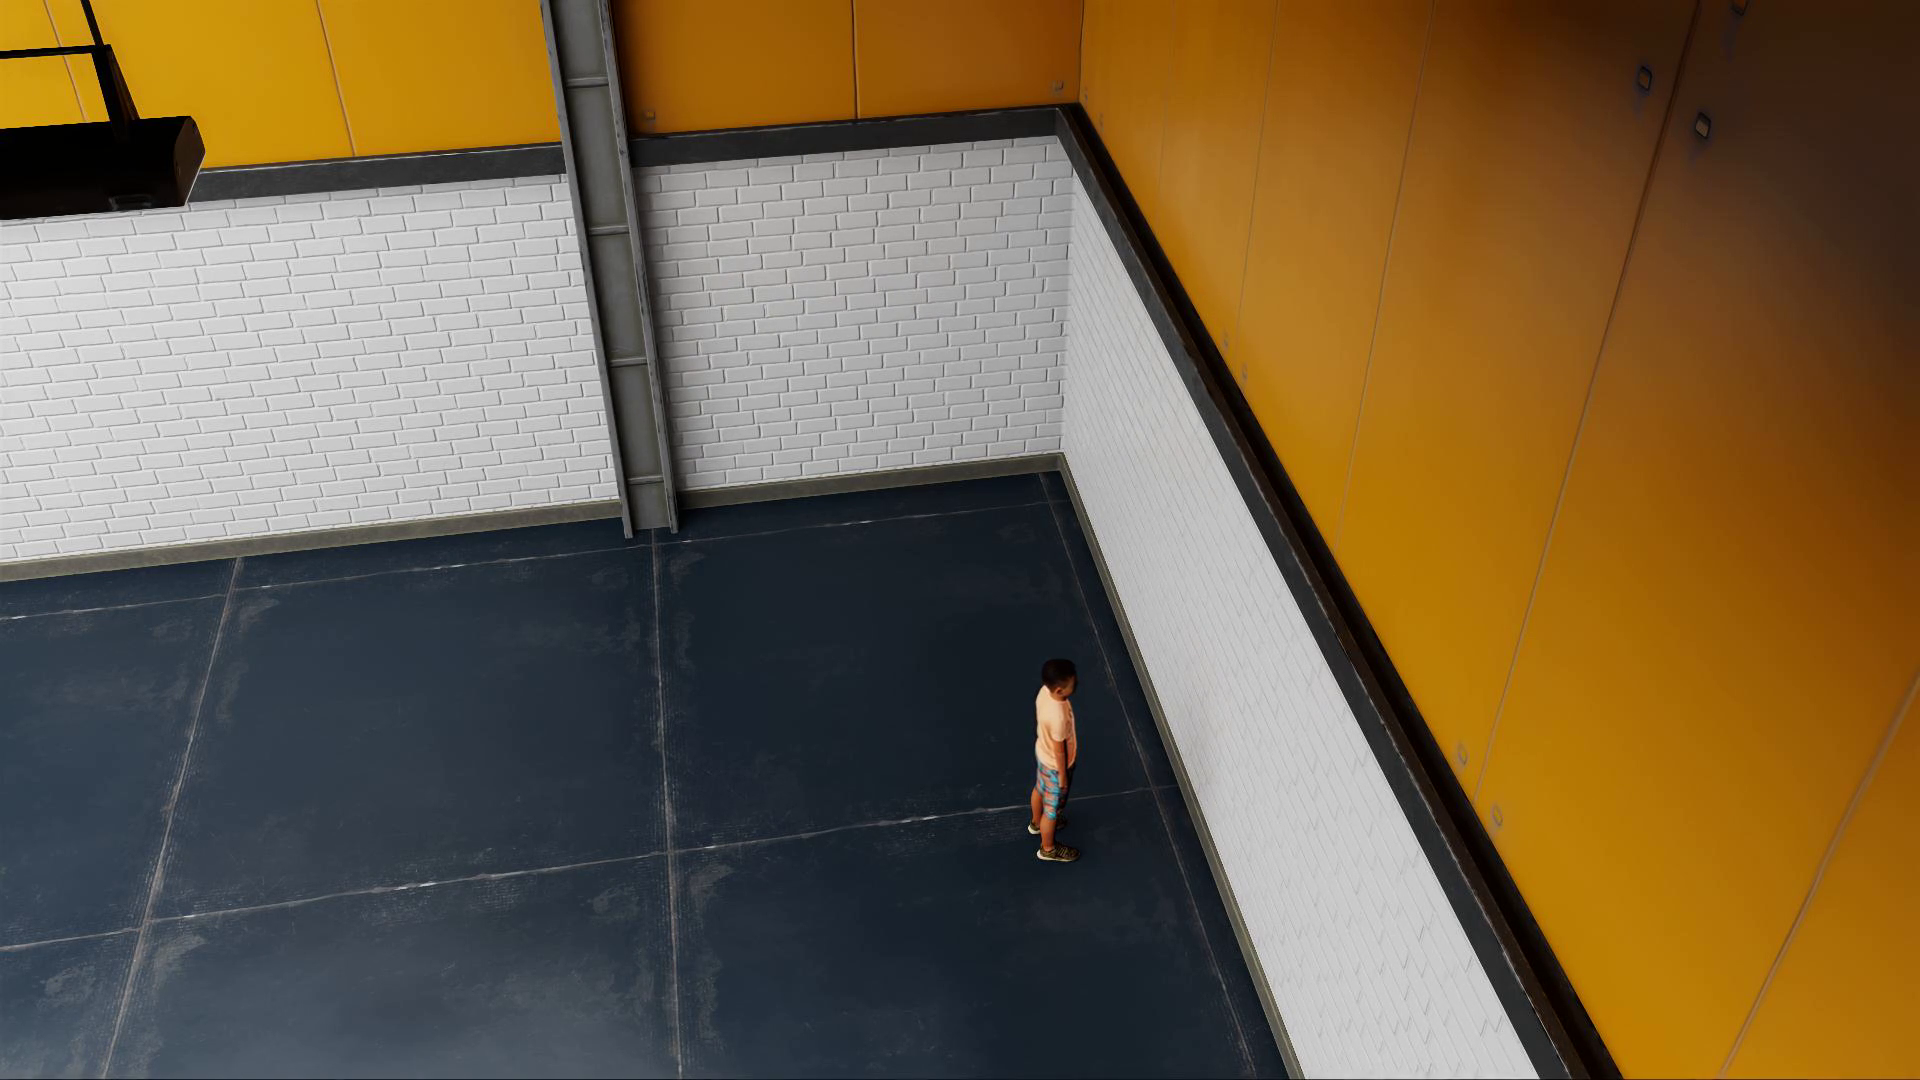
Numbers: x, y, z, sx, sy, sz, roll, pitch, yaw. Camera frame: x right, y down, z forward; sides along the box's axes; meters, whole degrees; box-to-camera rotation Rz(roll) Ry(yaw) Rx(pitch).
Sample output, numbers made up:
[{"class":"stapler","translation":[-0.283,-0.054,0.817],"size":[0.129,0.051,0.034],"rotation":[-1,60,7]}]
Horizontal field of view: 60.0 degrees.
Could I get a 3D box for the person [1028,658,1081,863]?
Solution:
[{"class":"person","translation":[0.542,1.245,9.613],"size":[0.471,1.461,0.531],"rotation":[-7,39,-9]}]
